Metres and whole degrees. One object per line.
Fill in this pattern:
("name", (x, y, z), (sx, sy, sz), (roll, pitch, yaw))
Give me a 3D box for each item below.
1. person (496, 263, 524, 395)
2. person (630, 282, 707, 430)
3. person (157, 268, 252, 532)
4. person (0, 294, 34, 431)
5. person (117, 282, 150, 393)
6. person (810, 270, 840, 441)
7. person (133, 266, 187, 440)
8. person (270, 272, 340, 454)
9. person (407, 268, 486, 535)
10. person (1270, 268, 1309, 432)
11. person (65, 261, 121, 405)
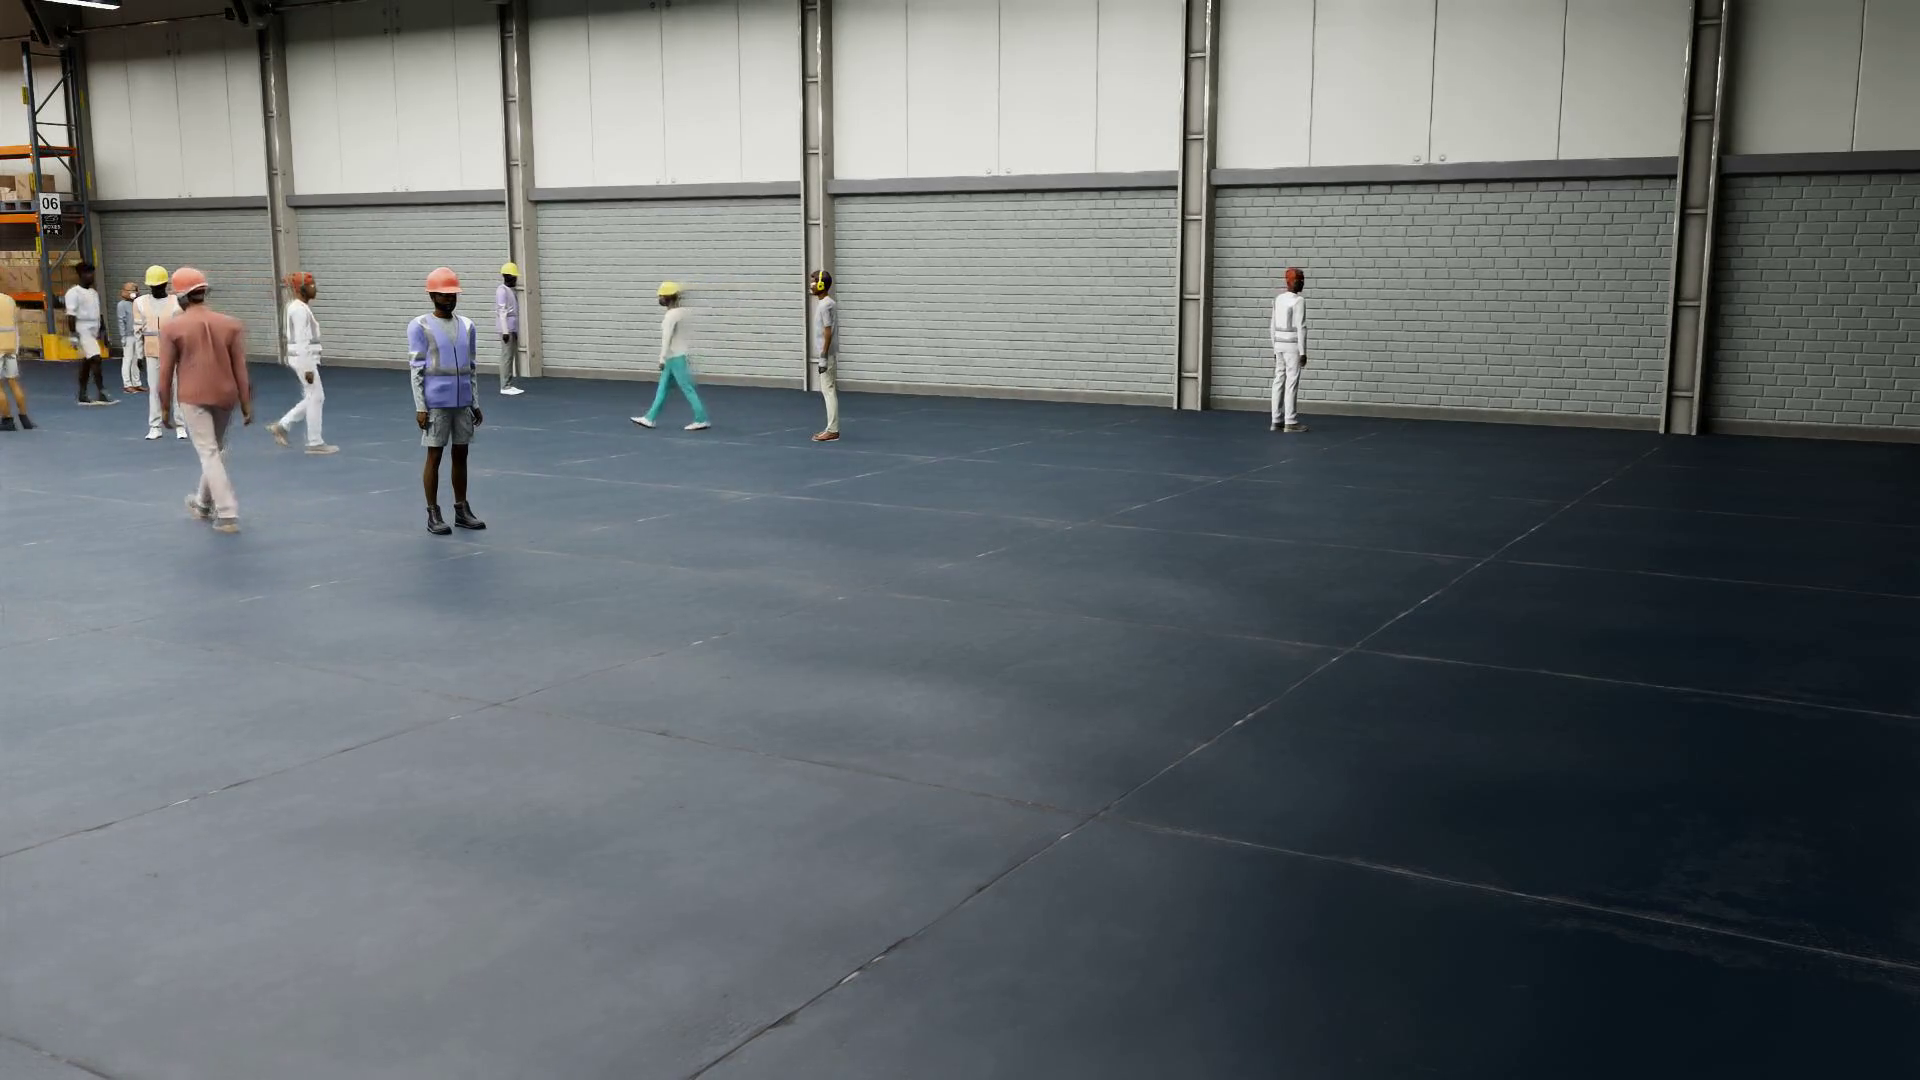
("person", (-6.603, -3.095, 24.399), (0.383, 1.923, 0.590), (0, 10, -2))
("person", (-3.377, -2.126, 19.301), (0.926, 1.713, 0.544), (0, 10, -2))
("person", (-5.659, -1.048, 12.389), (1.060, 1.928, 0.620), (8, 13, 39))
("person", (-11.066, -2.195, 19.233), (0.356, 1.901, 0.707), (2, 10, 11))
("person", (-12.300, -3.008, 24.743), (0.282, 1.631, 0.503), (2, 10, 10))
("person", (-1.484, -2.021, 18.275), (0.313, 1.869, 0.528), (0, 10, 1))
("person", (-8.809, -2.066, 18.398), (0.585, 1.916, 0.389), (-2, 10, -14))
("person", (-6.703, -1.792, 16.933), (0.551, 1.865, 0.594), (-4, 11, -23))
("person", (-3.744, -1.015, 12.183), (0.361, 1.938, 0.545), (8, 12, 39))
("person", (3.807, -2.186, 19.195), (0.339, 1.882, 0.581), (-4, 11, -24))
("person", (-11.688, -2.786, 22.524), (0.797, 1.939, 0.630), (0, 10, 0))
